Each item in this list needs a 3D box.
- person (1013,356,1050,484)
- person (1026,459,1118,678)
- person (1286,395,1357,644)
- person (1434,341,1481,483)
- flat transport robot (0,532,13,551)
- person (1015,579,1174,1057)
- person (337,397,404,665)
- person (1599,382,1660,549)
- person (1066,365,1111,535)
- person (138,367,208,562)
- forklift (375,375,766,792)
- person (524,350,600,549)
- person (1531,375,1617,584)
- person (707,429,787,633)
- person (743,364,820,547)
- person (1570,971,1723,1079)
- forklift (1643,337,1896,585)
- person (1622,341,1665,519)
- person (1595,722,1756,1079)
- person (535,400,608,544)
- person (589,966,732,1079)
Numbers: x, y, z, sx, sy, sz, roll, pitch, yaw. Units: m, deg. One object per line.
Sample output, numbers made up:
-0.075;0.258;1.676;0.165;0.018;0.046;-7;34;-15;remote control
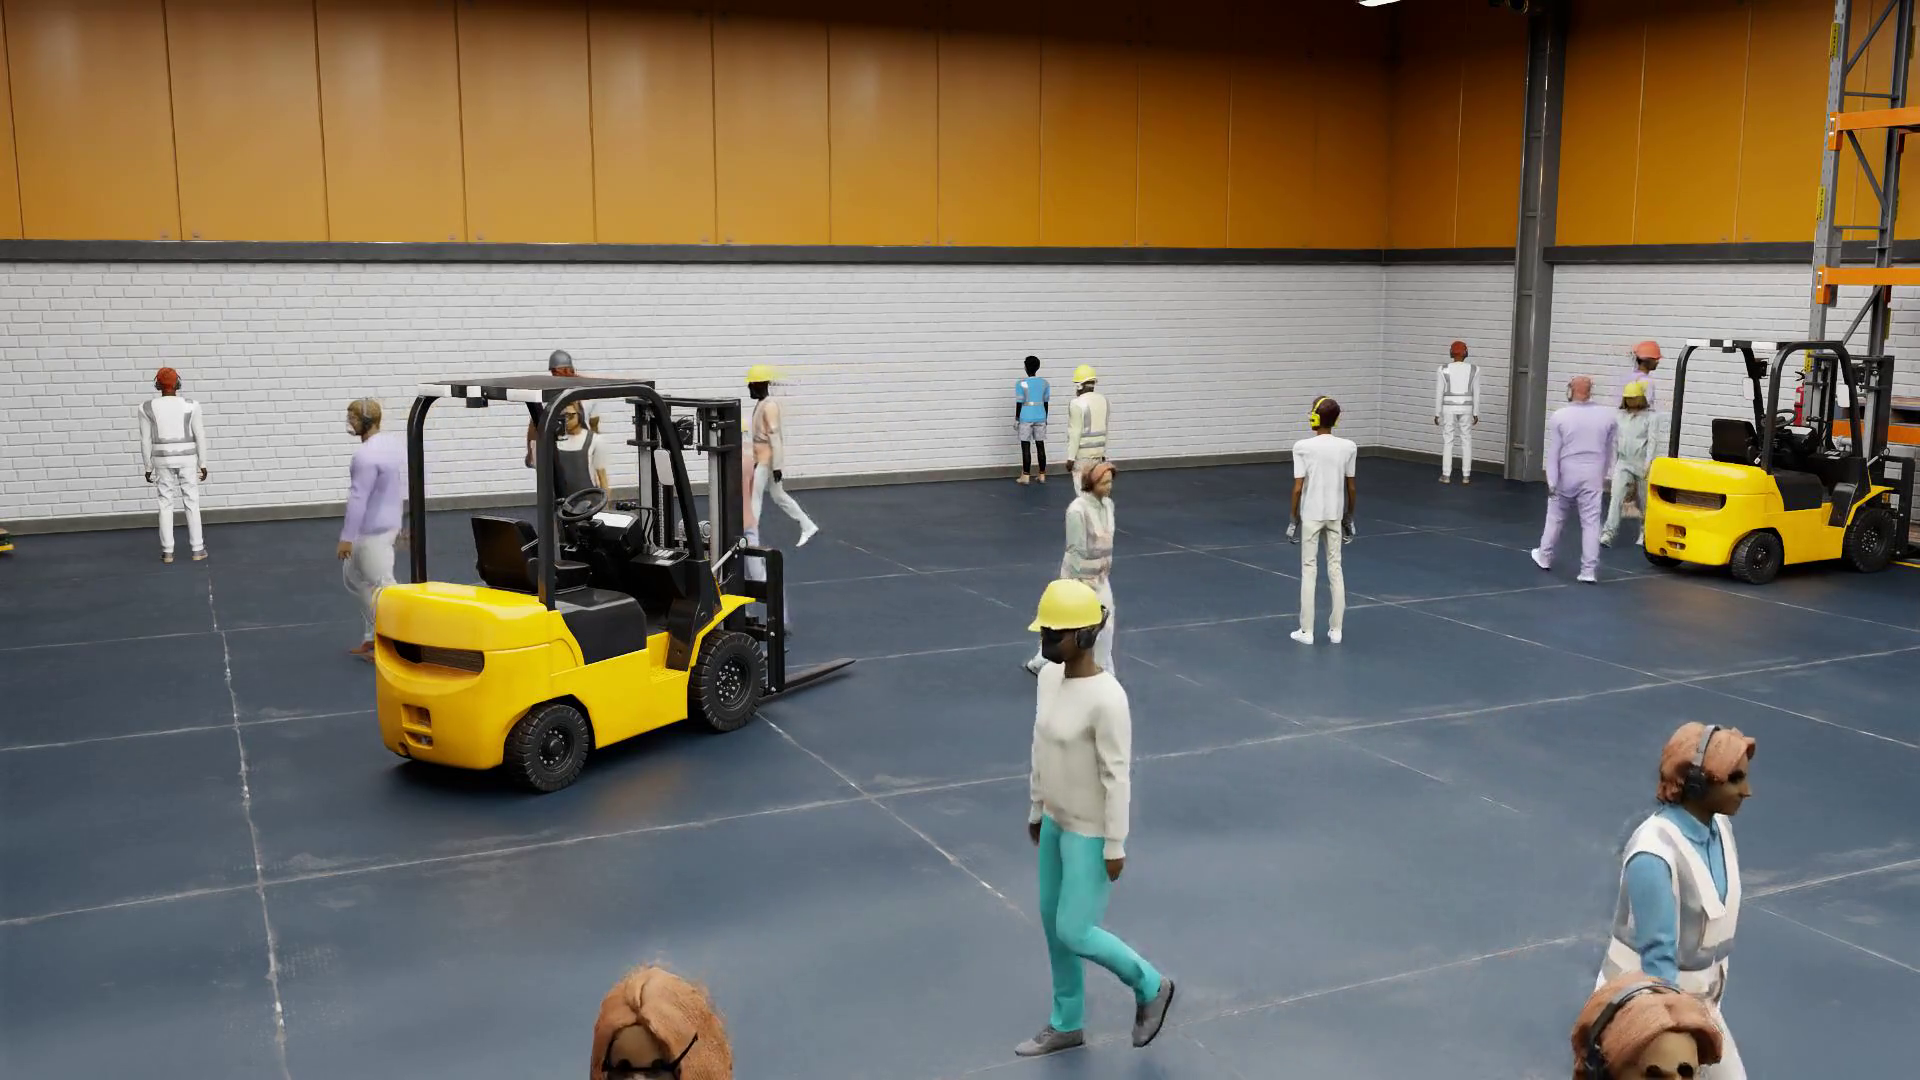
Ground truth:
0.942;-1.582;21.964;0.542;1.695;0.316;-5;11;-30;person
0.765;0.246;10.895;0.652;1.604;0.519;8;12;42;person
2.717;-0.148;12.524;0.532;1.873;0.315;-1;9;-7;person
6.598;-1.694;22.077;0.573;1.884;0.359;1;9;9;person
-10.118;-0.024;16.711;1.431;0.197;0.652;9;13;43;flat transport robot
0.453;0.992;5.846;0.474;1.754;0.531;-4;10;-24;person
-4.208;-0.050;11.761;0.594;1.919;0.638;-2;9;-12;person
6.793;-0.750;16.816;0.497;1.689;0.939;8;12;42;person
1.316;-0.915;17.415;0.403;1.827;0.600;9;13;43;person
-7.585;-0.726;16.073;0.575;1.885;0.355;-4;10;-22;person
-2.268;0.149;9.685;1.214;2.155;2.313;6;11;32;forklift
-4.095;-0.939;16.912;0.697;2.000;0.904;-8;12;-42;person
5.612;-0.571;15.200;0.648;1.857;0.995;0;9;1;person
-1.707;-0.100;12.706;0.917;1.720;0.530;6;11;33;person
-1.873;-0.831;16.721;0.932;1.896;0.604;-2;9;-11;person
1.121;1.528;2.862;0.545;1.623;0.373;-2;9;-10;person
7.551;-0.789;15.507;2.313;2.155;1.214;-4;10;-25;forklift
7.722;-1.240;18.822;0.431;2.023;0.631;1;9;4;person
1.913;1.281;4.441;0.509;1.622;0.582;-8;12;-39;person
-3.084;-0.238;13.219;0.515;1.824;0.495;2;9;10;person
-0.493;1.525;2.929;0.521;1.613;0.412;0;9;-1;person
